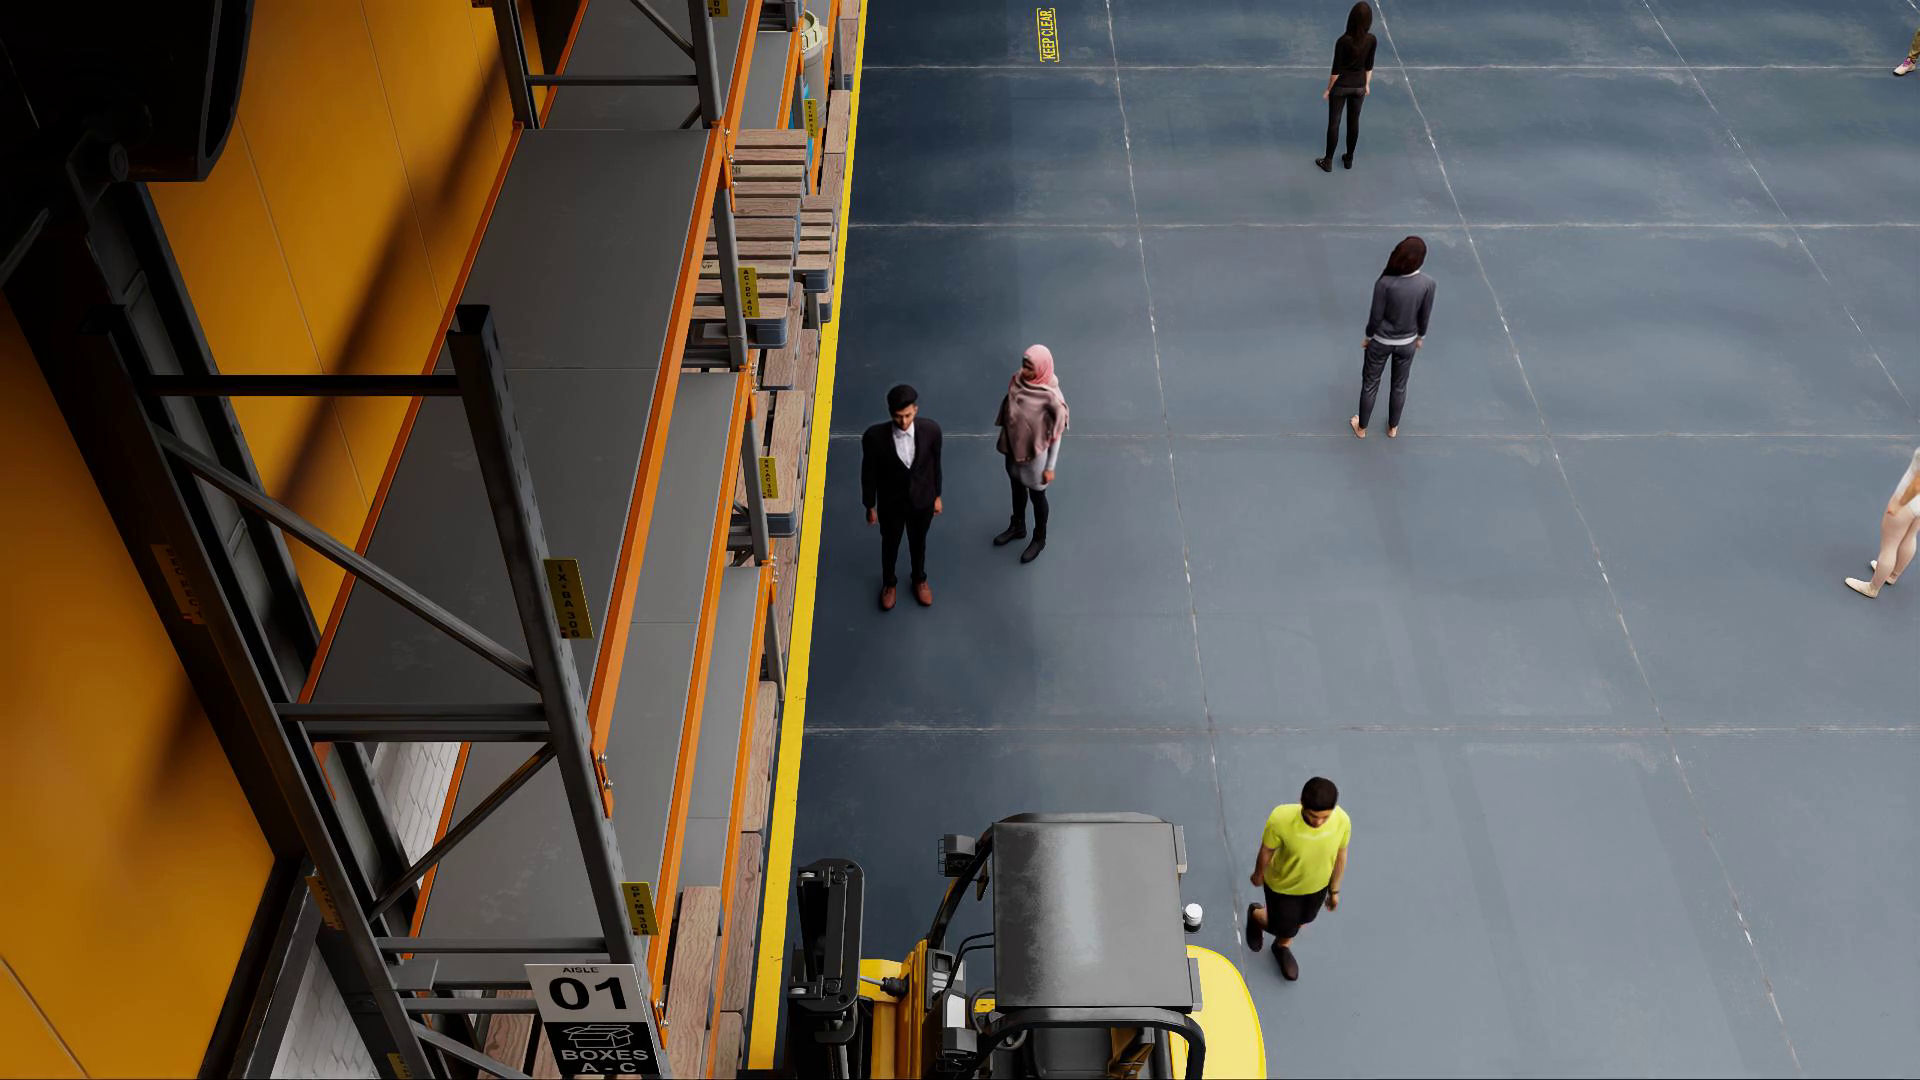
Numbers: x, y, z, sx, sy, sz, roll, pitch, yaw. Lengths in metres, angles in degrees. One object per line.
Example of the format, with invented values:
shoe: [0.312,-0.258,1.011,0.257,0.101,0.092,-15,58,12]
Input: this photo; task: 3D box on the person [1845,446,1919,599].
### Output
person: [6.521,-0.276,11.340,0.620,1.643,0.633,-24,49,-23]

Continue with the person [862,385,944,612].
person: [-0.366,-0.301,11.193,0.739,1.881,0.621,-8,44,-8]

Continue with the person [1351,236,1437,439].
person: [3.273,-1.519,12.554,0.610,1.768,0.495,0,44,0]

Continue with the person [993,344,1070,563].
person: [0.486,-0.614,11.579,0.795,1.803,0.735,-34,53,-31]

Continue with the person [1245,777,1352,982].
person: [1.839,1.774,9.150,0.680,1.695,0.763,-5,44,-6]

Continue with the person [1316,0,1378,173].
person: [3.615,-4.210,15.471,0.621,1.641,0.553,-7,44,-8]
